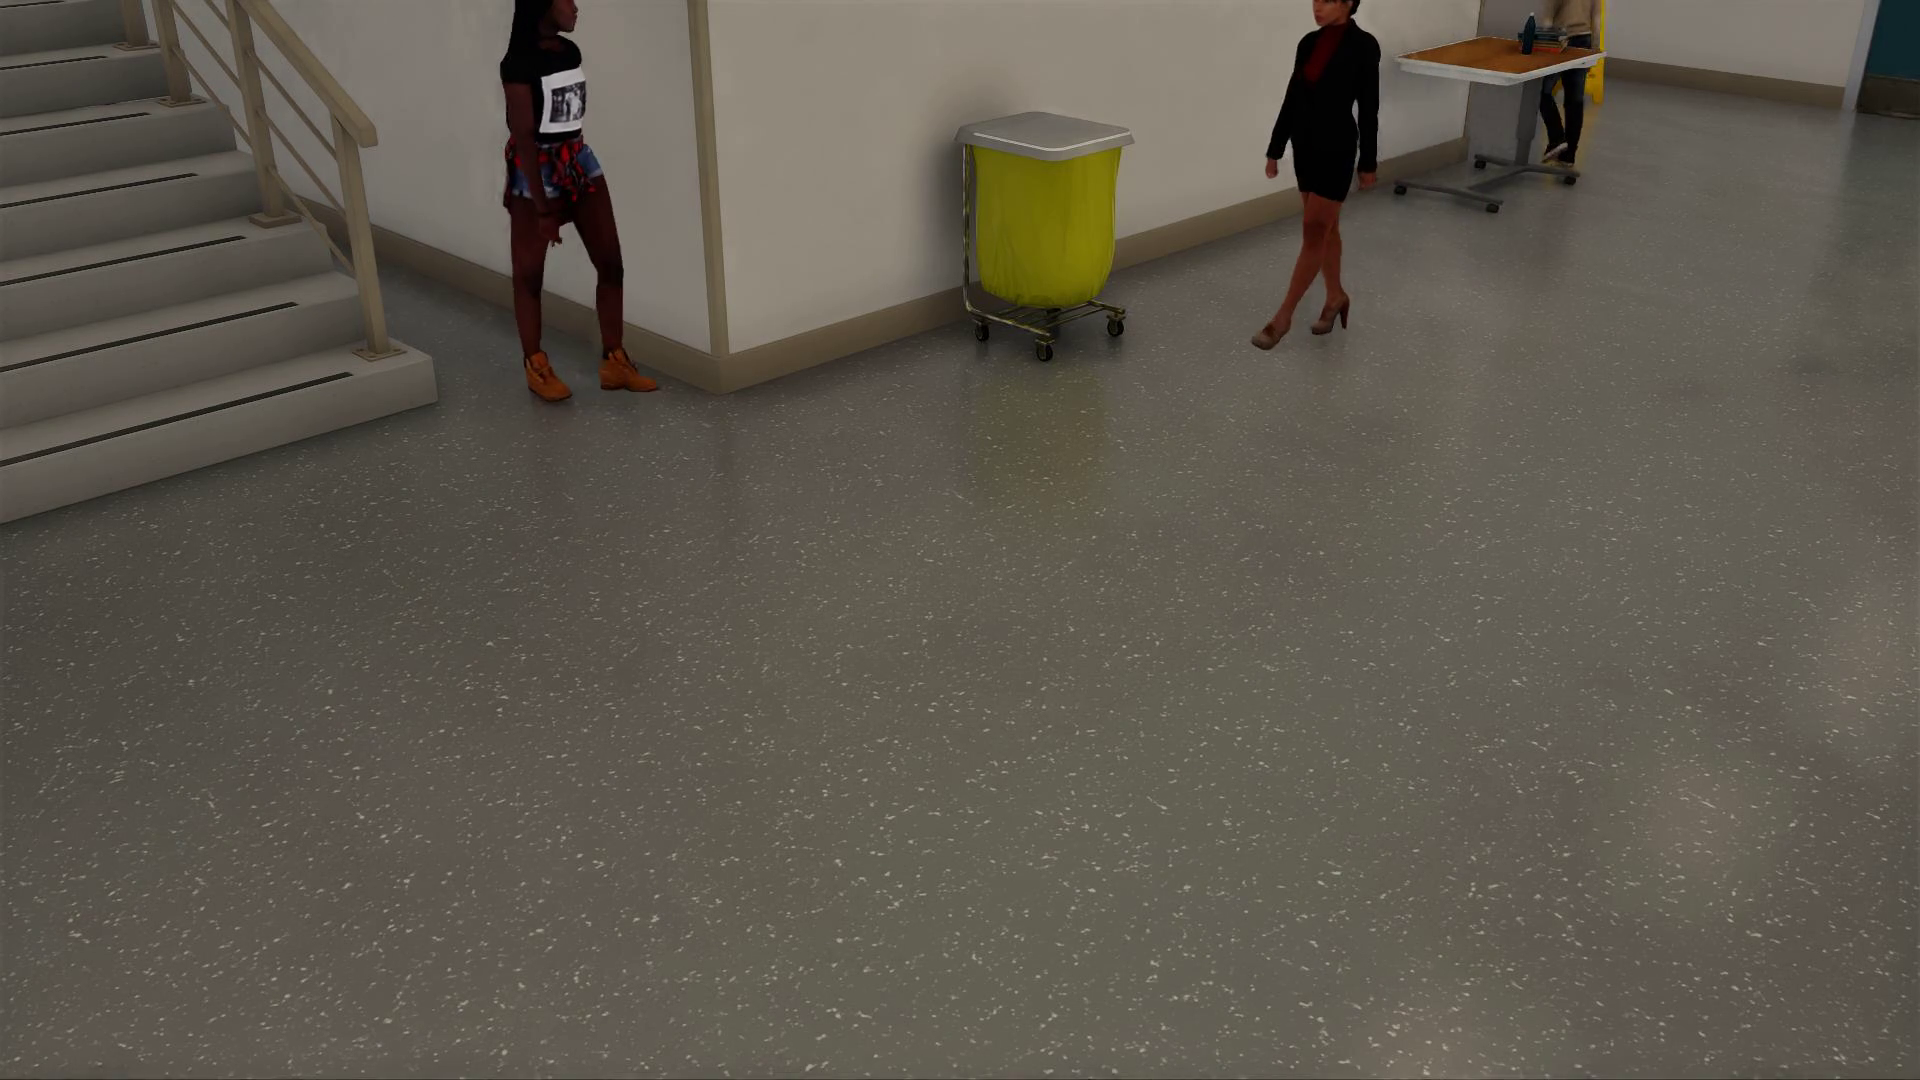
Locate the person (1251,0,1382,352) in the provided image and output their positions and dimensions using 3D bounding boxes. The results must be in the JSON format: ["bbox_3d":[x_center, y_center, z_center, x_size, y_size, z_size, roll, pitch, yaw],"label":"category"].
[{"bbox_3d":[1.649,-1.640,7.281,0.749,1.613,0.920,-18,31,-33],"label":"person"}]

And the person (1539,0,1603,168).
[{"bbox_3d":[3.806,-3.043,10.374,0.732,1.454,0.754,-5,26,-9],"label":"person"}]

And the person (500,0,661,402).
[{"bbox_3d":[-1.692,-1.393,6.666,0.899,1.702,0.757,16,30,29],"label":"person"}]
